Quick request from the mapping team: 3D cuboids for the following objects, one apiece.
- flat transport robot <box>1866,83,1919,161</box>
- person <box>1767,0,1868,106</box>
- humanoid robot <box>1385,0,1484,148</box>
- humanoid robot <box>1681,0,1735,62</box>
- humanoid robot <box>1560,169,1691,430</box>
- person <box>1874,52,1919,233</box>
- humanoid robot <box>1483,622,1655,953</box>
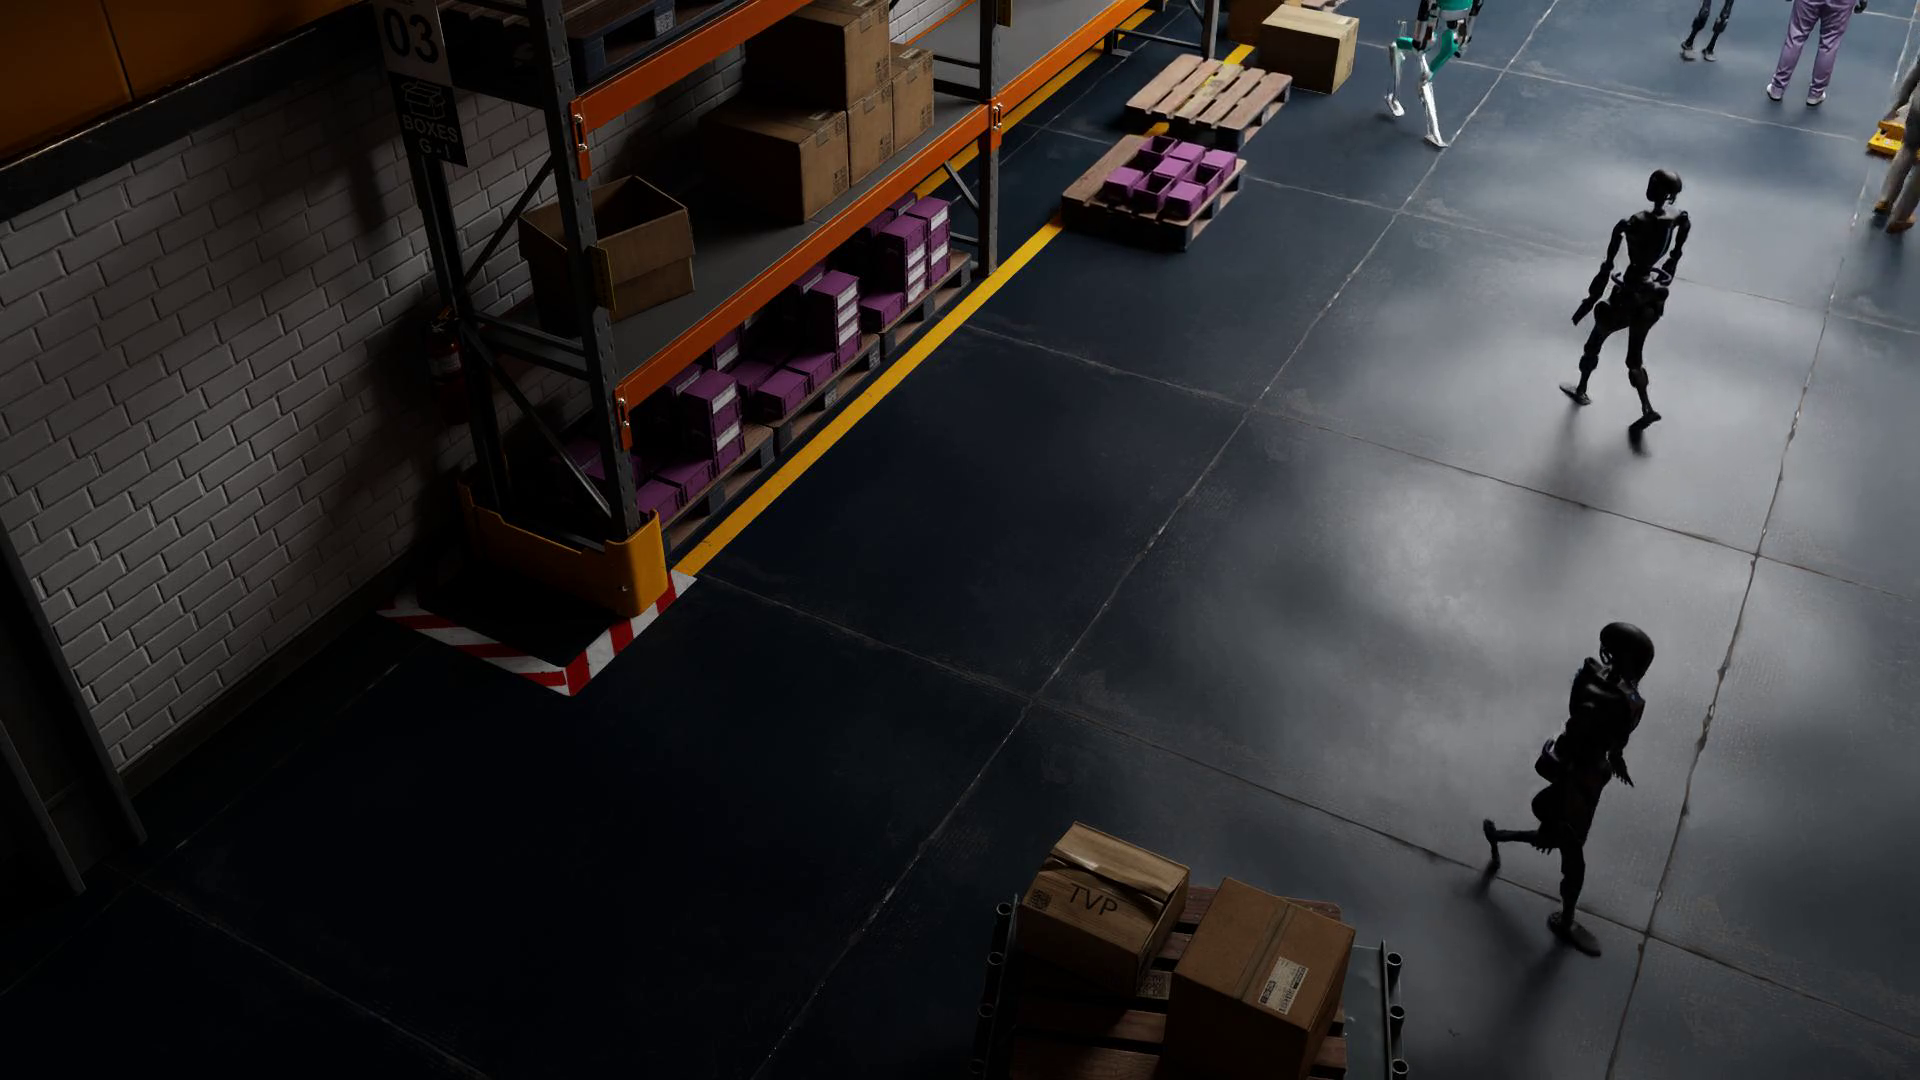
[{"bbox_3d":[7.917,-3.384,13.449,0.659,0.231,1.431,28,46,30],"label":"flat transport robot"},{"bbox_3d":[7.065,-4.484,13.515,0.651,1.906,0.412,16,41,19],"label":"person"},{"bbox_3d":[3.704,-4.053,13.149,0.540,1.764,1.029,-12,40,-14],"label":"humanoid robot"},{"bbox_3d":[6.634,-4.948,14.278,0.604,1.654,0.349,4,39,5],"label":"humanoid robot"},{"bbox_3d":[4.022,-1.423,9.898,0.598,1.636,0.727,-12,40,-15],"label":"humanoid robot"},{"bbox_3d":[6.953,-3.060,11.750,0.457,1.885,0.618,-26,46,-29],"label":"person"},{"bbox_3d":[2.567,0.974,6.906,0.685,1.627,0.610,32,48,33],"label":"humanoid robot"}]
